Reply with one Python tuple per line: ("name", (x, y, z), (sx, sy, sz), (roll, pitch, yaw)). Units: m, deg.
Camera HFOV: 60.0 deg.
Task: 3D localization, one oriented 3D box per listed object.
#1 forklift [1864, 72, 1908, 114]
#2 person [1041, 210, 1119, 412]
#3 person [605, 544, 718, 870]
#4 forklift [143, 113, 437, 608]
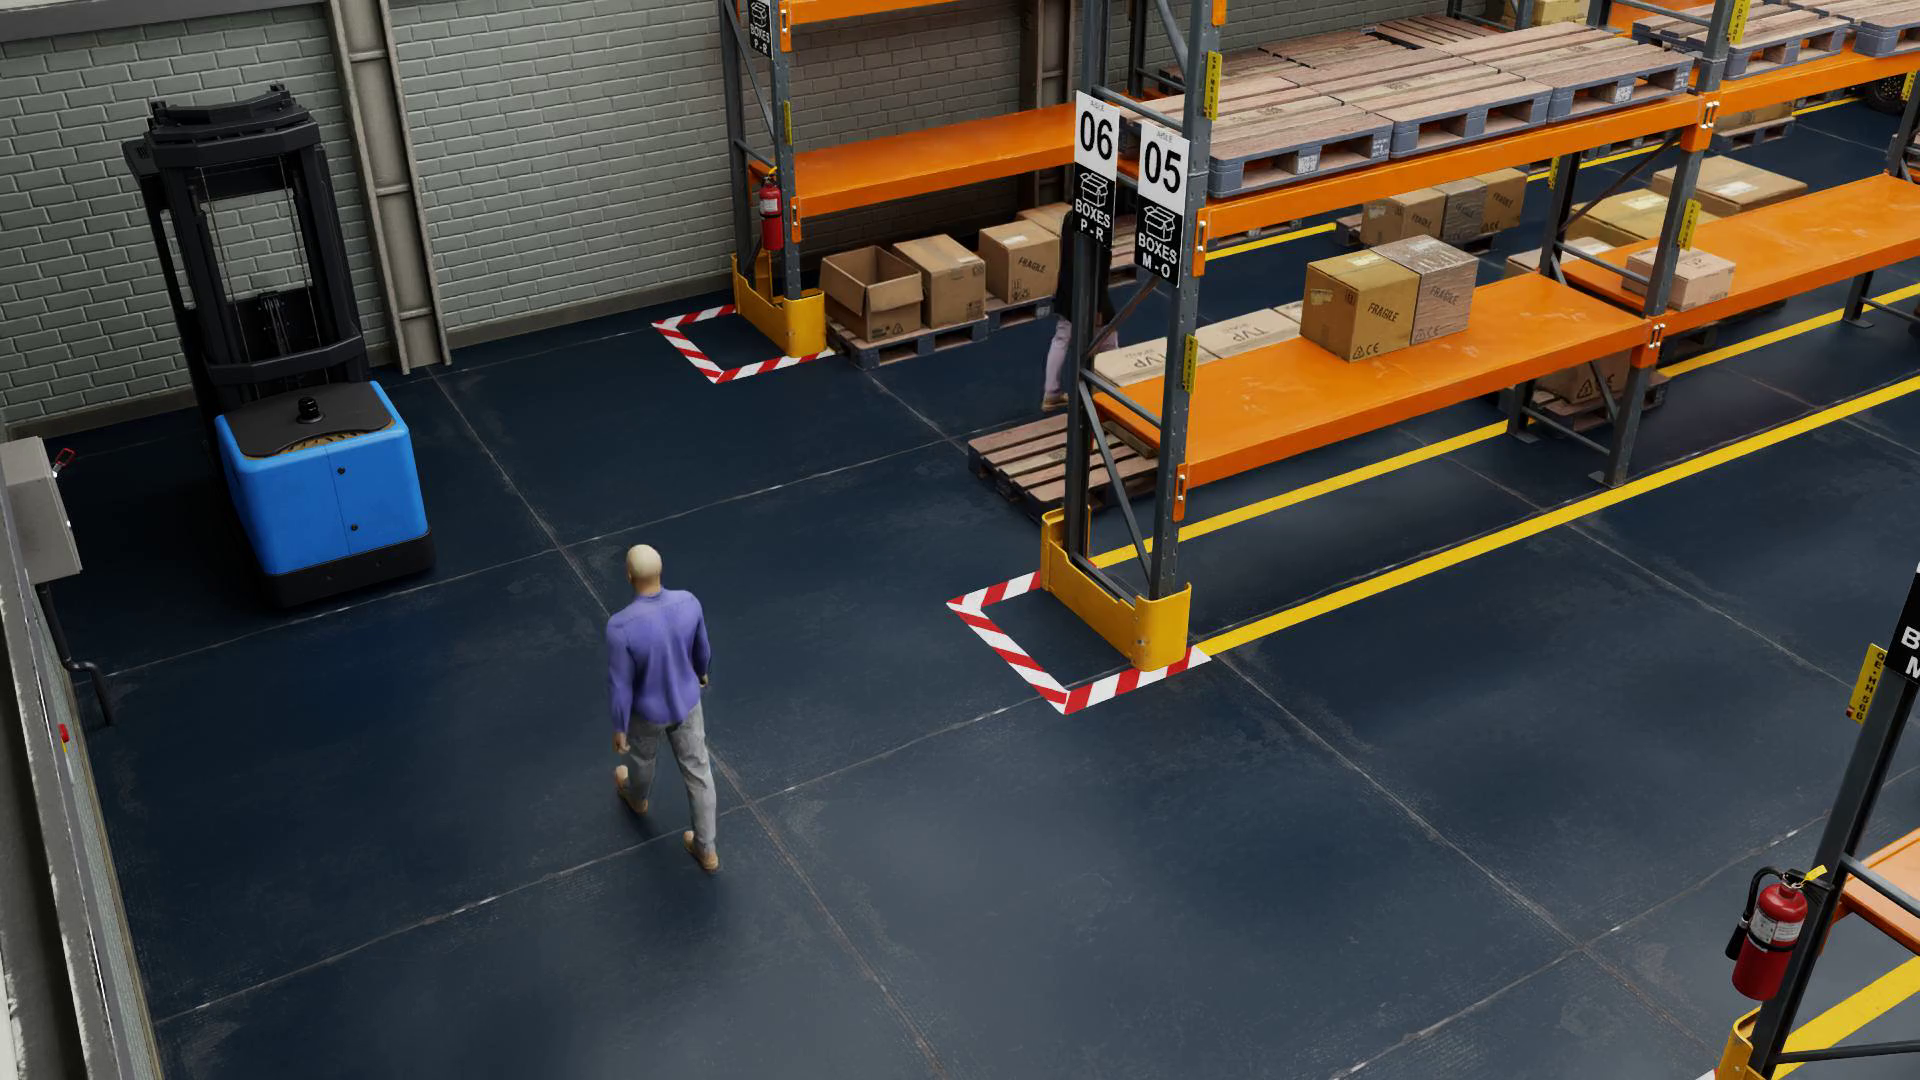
("forklift", (11.468, -5.645, 18.244), (1.214, 2.155, 2.313), (-17, 36, -26))
("person", (1.011, -1.868, 12.495), (0.964, 1.808, 0.556), (-21, 37, -30))
("person", (-1.515, 0.770, 8.286), (0.621, 1.753, 0.921), (-20, 37, -28))
("forklift", (-4.289, -1.259, 10.509), (1.129, 2.768, 1.873), (-17, 36, -26))
